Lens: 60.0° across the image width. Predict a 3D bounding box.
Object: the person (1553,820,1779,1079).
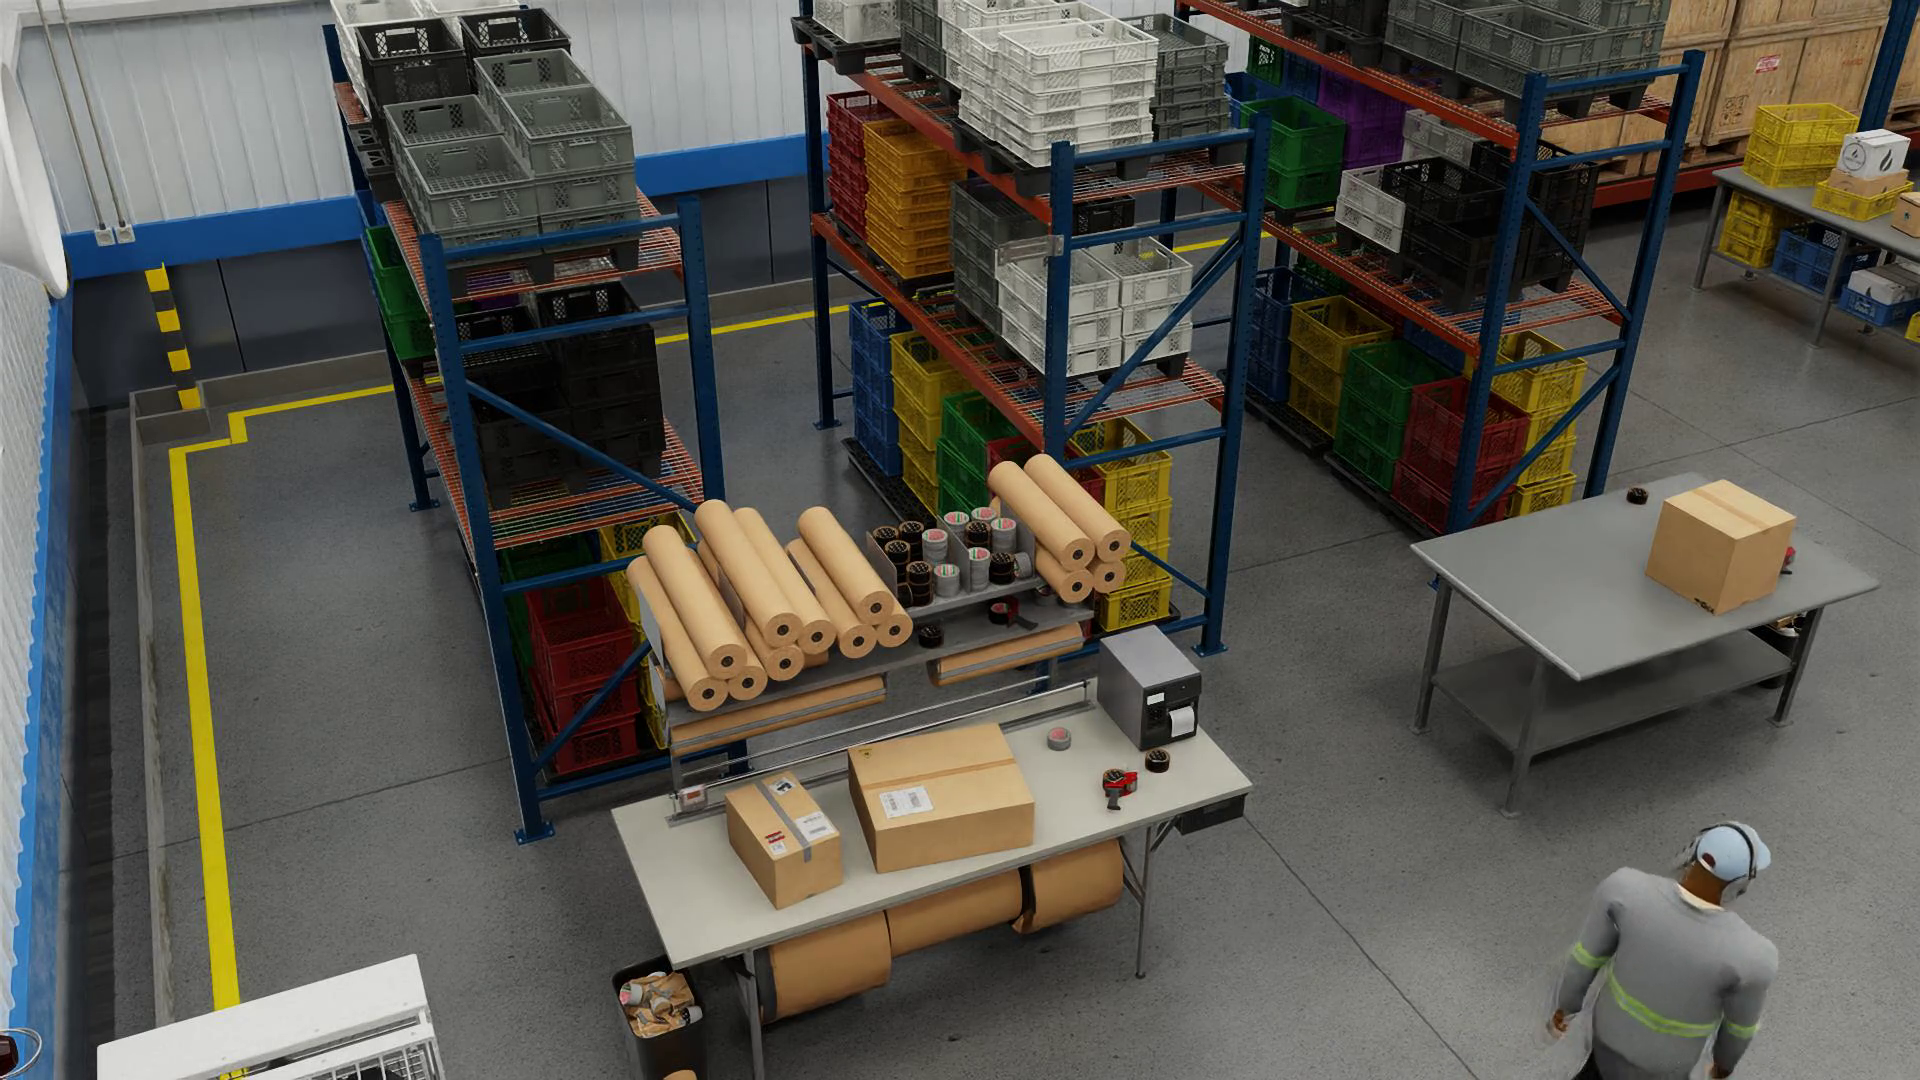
[{"bbox_3d":[2.406,1.683,5.751,0.475,1.828,0.600,-23,39,-33],"label":"person"}]
